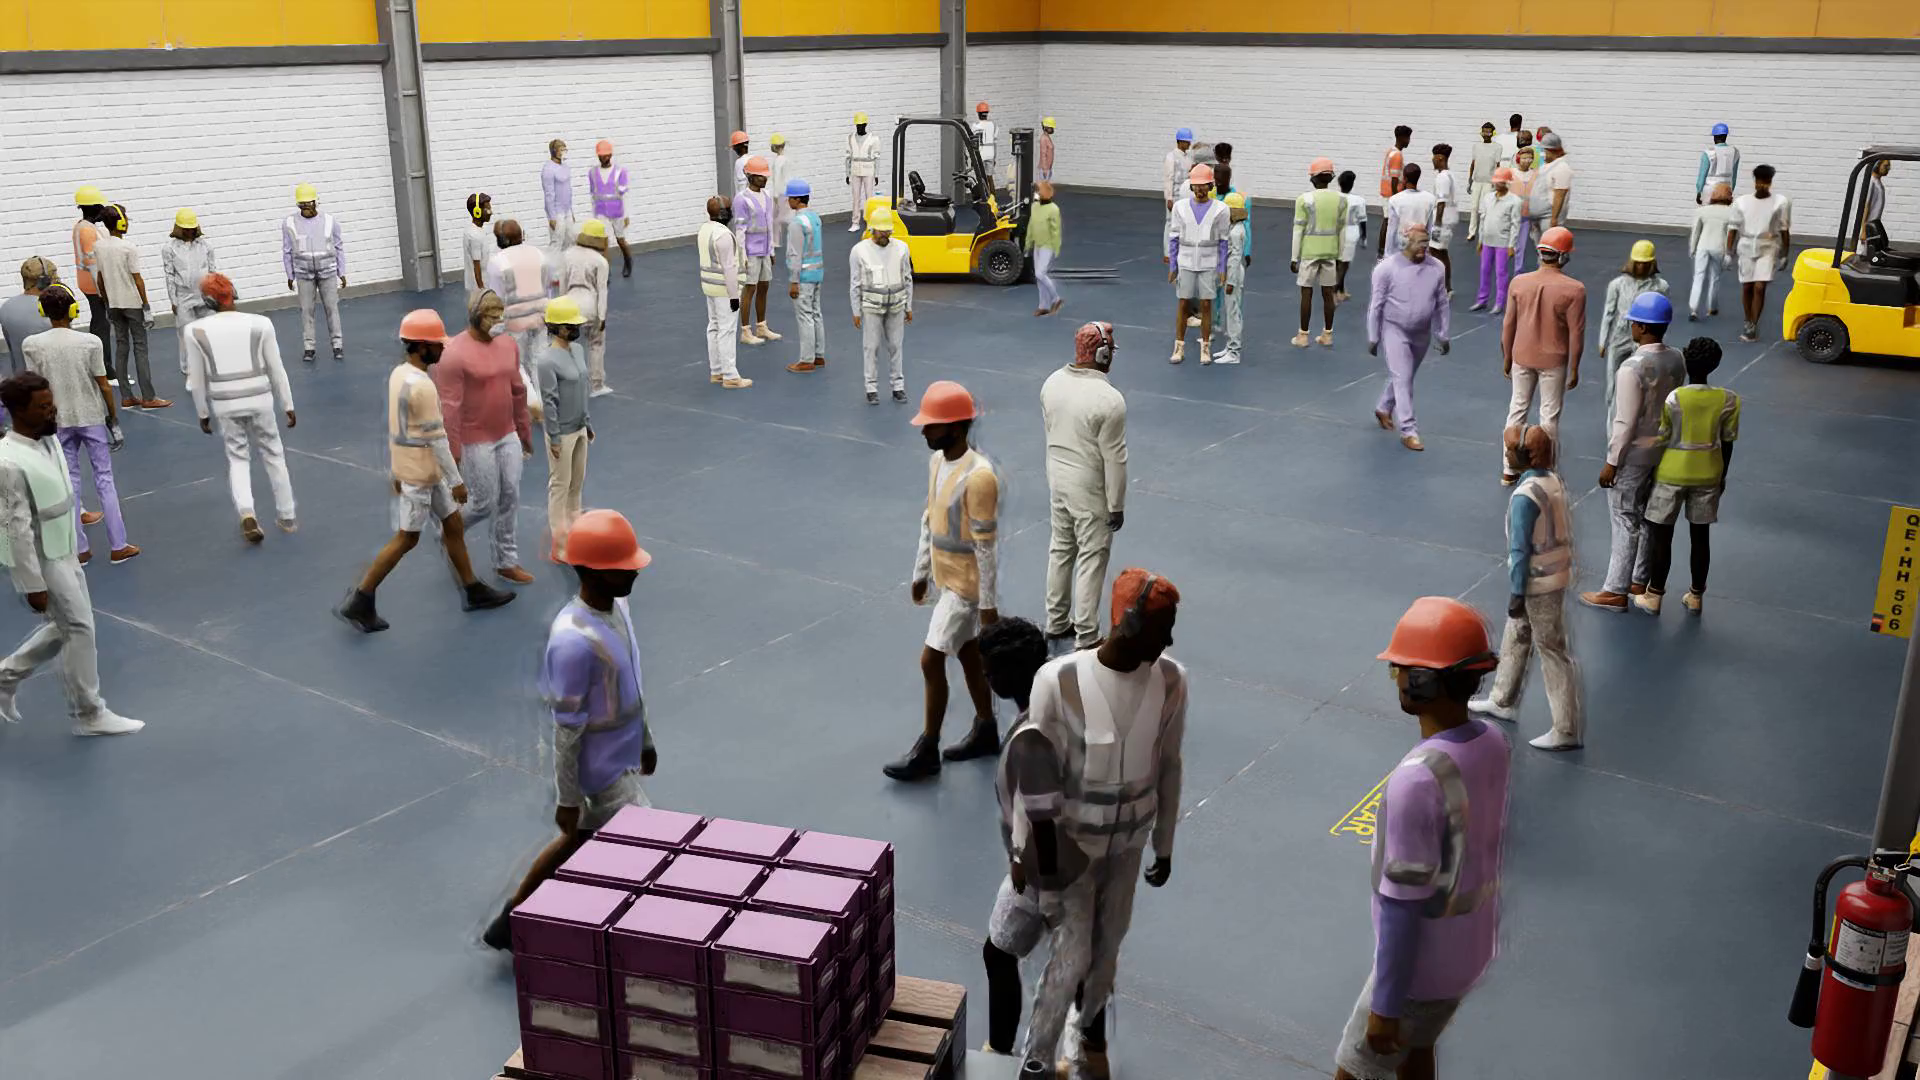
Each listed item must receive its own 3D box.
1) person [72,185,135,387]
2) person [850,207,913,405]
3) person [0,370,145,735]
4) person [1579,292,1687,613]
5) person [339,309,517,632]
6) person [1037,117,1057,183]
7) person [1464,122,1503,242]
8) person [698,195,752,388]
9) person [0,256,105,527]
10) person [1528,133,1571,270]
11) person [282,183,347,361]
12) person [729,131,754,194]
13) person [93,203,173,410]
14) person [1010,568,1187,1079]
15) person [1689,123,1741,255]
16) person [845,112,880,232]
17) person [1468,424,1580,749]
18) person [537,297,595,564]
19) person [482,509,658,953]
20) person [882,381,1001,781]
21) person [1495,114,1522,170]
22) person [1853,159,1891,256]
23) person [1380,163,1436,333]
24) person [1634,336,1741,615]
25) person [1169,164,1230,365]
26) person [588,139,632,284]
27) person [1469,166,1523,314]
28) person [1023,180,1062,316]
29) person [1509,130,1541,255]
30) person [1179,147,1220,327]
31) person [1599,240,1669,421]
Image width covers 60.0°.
[{"bbox_3d":[-8.339,-2.456,16.122,0.381,1.928,0.587,-10,20,-28],"label":"person"},{"bbox_3d":[-0.714,-2.160,15.374,0.602,1.821,0.403,-7,19,-20],"label":"person"},{"bbox_3d":[-4.550,0.093,8.198,0.690,1.895,0.601,-4,18,-12],"label":"person"},{"bbox_3d":[4.089,-0.524,10.046,0.601,1.948,0.386,-14,22,-37],"label":"person"},{"bbox_3d":[-3.236,-0.409,9.802,1.013,1.890,0.555,-9,20,-26],"label":"person"},{"bbox_3d":[1.503,-6.408,28.752,0.318,1.764,0.522,4,18,11],"label":"person"},{"bbox_3d":[8.199,-5.597,26.071,0.510,1.855,0.333,14,22,37],"label":"person"},{"bbox_3d":[-2.277,-2.399,16.079,0.429,1.847,0.626,-10,20,-29],"label":"person"},{"bbox_3d":[-6.350,-1.017,11.628,0.640,1.927,0.387,8,19,24],"label":"person"},{"bbox_3d":[7.590,-4.255,21.564,0.541,2.000,0.687,-1,18,-2],"label":"person"},{"bbox_3d":[-6.701,-2.782,17.295,0.602,1.830,0.404,-6,19,-18],"label":"person"},{"bbox_3d":[-2.999,-4.719,23.201,0.390,1.926,0.547,5,18,16],"label":"person"},{"bbox_3d":[-7.573,-2.113,15.142,0.514,1.872,0.328,5,18,16],"label":"person"},{"bbox_3d":[0.479,1.014,5.414,0.641,1.846,0.502,-7,19,-20],"label":"person"},{"bbox_3d":[11.168,-5.171,24.601,0.604,1.939,0.416,-2,18,-8],"label":"person"},{"bbox_3d":[-1.602,-6.021,27.274,0.589,1.927,0.368,4,18,12],"label":"person"},{"bbox_3d":[2.890,0.224,8.286,0.613,1.594,0.523,10,20,27],"label":"person"},{"bbox_3d":[-2.570,-0.725,10.970,0.315,1.769,0.525,4,18,13],"label":"person"},{"bbox_3d":[-1.358,0.779,6.092,1.015,1.890,0.570,1,18,2],"label":"person"},{"bbox_3d":[-0.123,0.200,7.842,0.794,1.906,0.565,-6,19,-19],"label":"person"},{"bbox_3d":[8.940,-5.941,27.036,0.587,1.920,0.391,16,24,41],"label":"person"},{"bbox_3d":[11.281,-3.864,20.657,0.331,1.844,0.519,13,22,36],"label":"person"},{"bbox_3d":[4.984,-3.224,18.535,0.593,1.922,0.391,-7,19,-21],"label":"person"},{"bbox_3d":[4.357,-0.376,9.988,0.541,1.695,0.316,0,18,0],"label":"person"},{"bbox_3d":[2.439,-2.815,17.056,0.605,2.045,0.377,4,18,12],"label":"person"},{"bbox_3d":[-4.659,-4.398,22.239,0.551,1.913,0.871,1,18,4],"label":"person"},{"bbox_3d":[6.441,-3.596,19.971,0.341,1.750,0.567,-11,21,-30],"label":"person"},{"bbox_3d":[0.969,-3.452,19.738,0.333,1.618,0.505,-10,20,-28],"label":"person"},{"bbox_3d":[8.349,-5.173,24.784,0.640,1.830,0.429,-17,24,-42],"label":"person"},{"bbox_3d":[2.808,-3.513,19.244,0.536,2.000,0.676,9,20,27],"label":"person"},{"bbox_3d":[5.704,-1.709,14.140,0.494,1.707,0.836,6,19,18],"label":"person"}]
